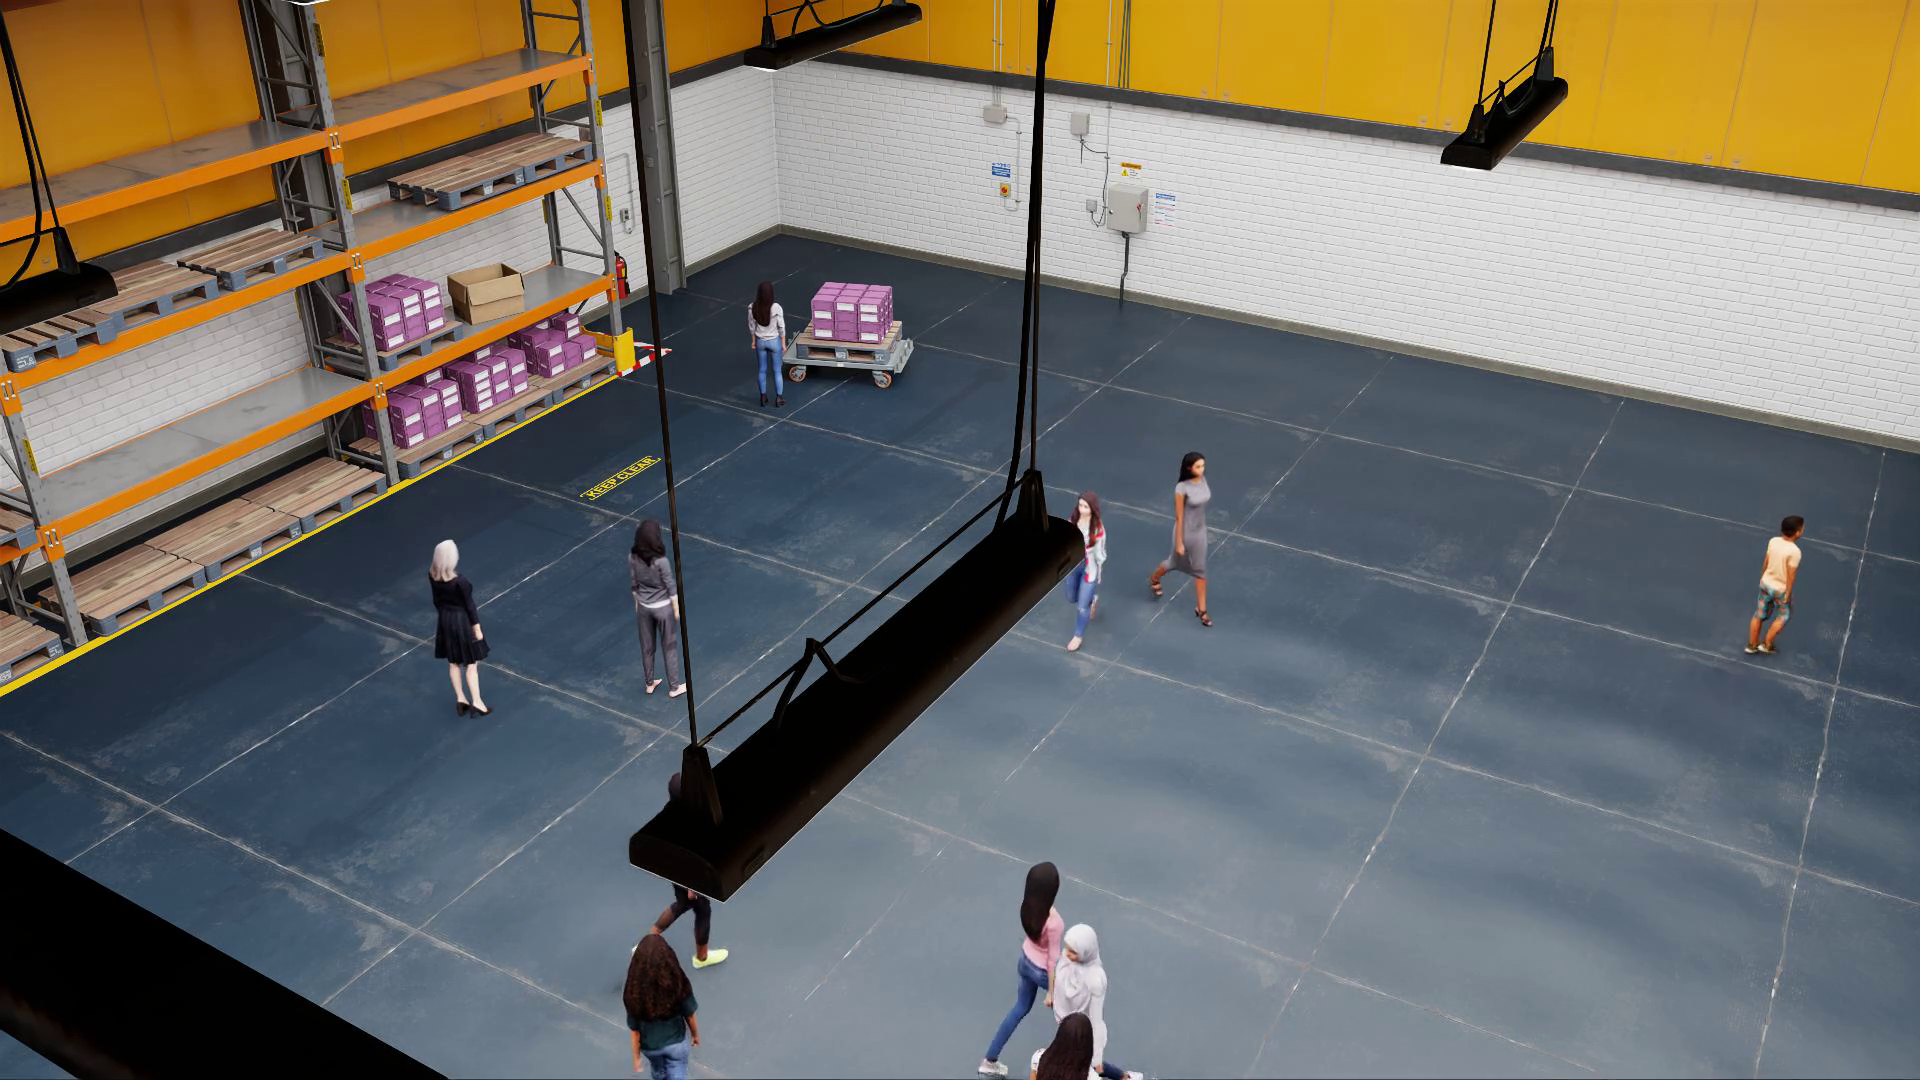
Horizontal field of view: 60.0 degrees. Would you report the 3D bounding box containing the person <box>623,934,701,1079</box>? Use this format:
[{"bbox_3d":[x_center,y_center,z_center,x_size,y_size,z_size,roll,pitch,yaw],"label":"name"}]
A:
[{"bbox_3d":[-1.845,3.214,10.416,1.063,1.574,1.161,-5,29,-10],"label":"person"}]

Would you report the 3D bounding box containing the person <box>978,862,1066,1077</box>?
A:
[{"bbox_3d":[0.457,2.848,10.949,1.180,1.706,0.938,-17,33,-28],"label":"person"}]

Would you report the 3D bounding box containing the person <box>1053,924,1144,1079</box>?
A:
[{"bbox_3d":[0.844,3.081,10.470,1.106,1.756,1.009,-12,31,-20],"label":"person"}]

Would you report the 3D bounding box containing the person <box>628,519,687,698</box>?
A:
[{"bbox_3d":[-2.744,0.617,14.978,0.630,1.765,0.570,10,30,17],"label":"person"}]

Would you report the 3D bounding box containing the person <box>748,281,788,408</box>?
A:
[{"bbox_3d":[-2.389,-2.447,20.732,0.670,1.634,0.634,4,29,8],"label":"person"}]

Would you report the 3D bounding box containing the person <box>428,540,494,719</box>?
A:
[{"bbox_3d":[-4.424,0.783,14.693,0.615,1.746,0.582,13,31,22],"label":"person"}]

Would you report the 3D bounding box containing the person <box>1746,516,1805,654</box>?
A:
[{"bbox_3d":[7.613,0.451,15.608,0.690,1.453,0.648,-13,31,-22],"label":"person"}]

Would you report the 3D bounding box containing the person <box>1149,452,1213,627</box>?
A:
[{"bbox_3d":[2.153,-0.053,16.231,1.129,1.742,0.971,-19,34,-31],"label":"person"}]

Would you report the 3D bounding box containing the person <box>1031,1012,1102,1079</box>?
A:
[{"bbox_3d":[0.531,3.531,9.651,0.627,1.751,0.570,14,32,24],"label":"person"}]

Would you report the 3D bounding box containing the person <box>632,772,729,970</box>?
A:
[{"bbox_3d":[-2.024,2.388,11.762,0.996,1.736,0.828,-16,32,-27],"label":"person"}]

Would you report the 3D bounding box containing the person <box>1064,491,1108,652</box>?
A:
[{"bbox_3d":[1.206,0.246,15.830,0.592,1.600,0.849,15,32,26],"label":"person"}]
